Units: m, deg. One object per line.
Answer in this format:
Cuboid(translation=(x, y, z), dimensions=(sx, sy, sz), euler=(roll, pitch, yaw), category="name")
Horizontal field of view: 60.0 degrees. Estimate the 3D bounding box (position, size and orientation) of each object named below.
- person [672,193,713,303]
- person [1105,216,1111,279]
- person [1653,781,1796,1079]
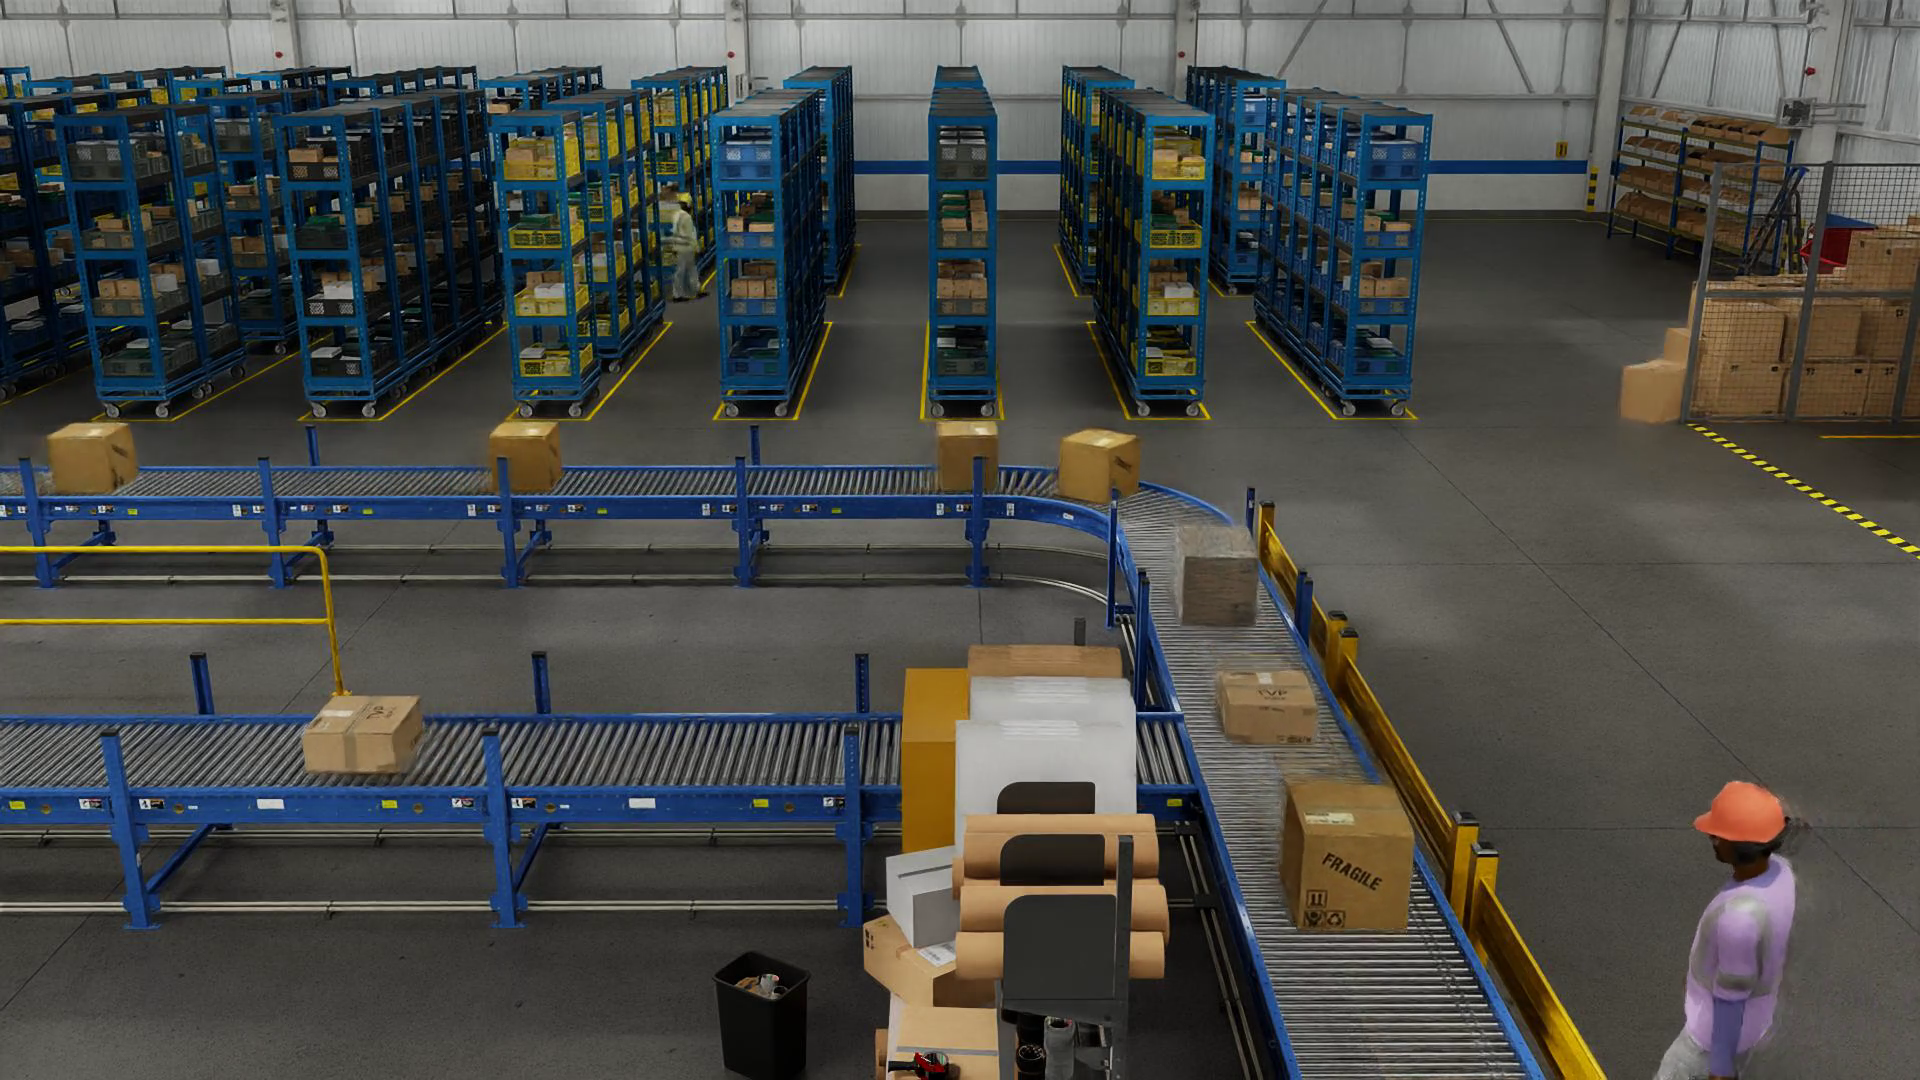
Cuboid(translation=(-4.469, -4.858, 27.696), dimensions=(0.812, 1.789, 0.622), euler=(-7, 19, -21), category="person")
Cuboid(translation=(2.443, -4.488, 26.483), dimensions=(0.389, 1.842, 0.566), euler=(-16, 24, -40), category="person")
Cuboid(translation=(3.046, 1.886, 6.568), dimensions=(0.833, 2.019, 0.615), euler=(16, 24, 40), category="person")
